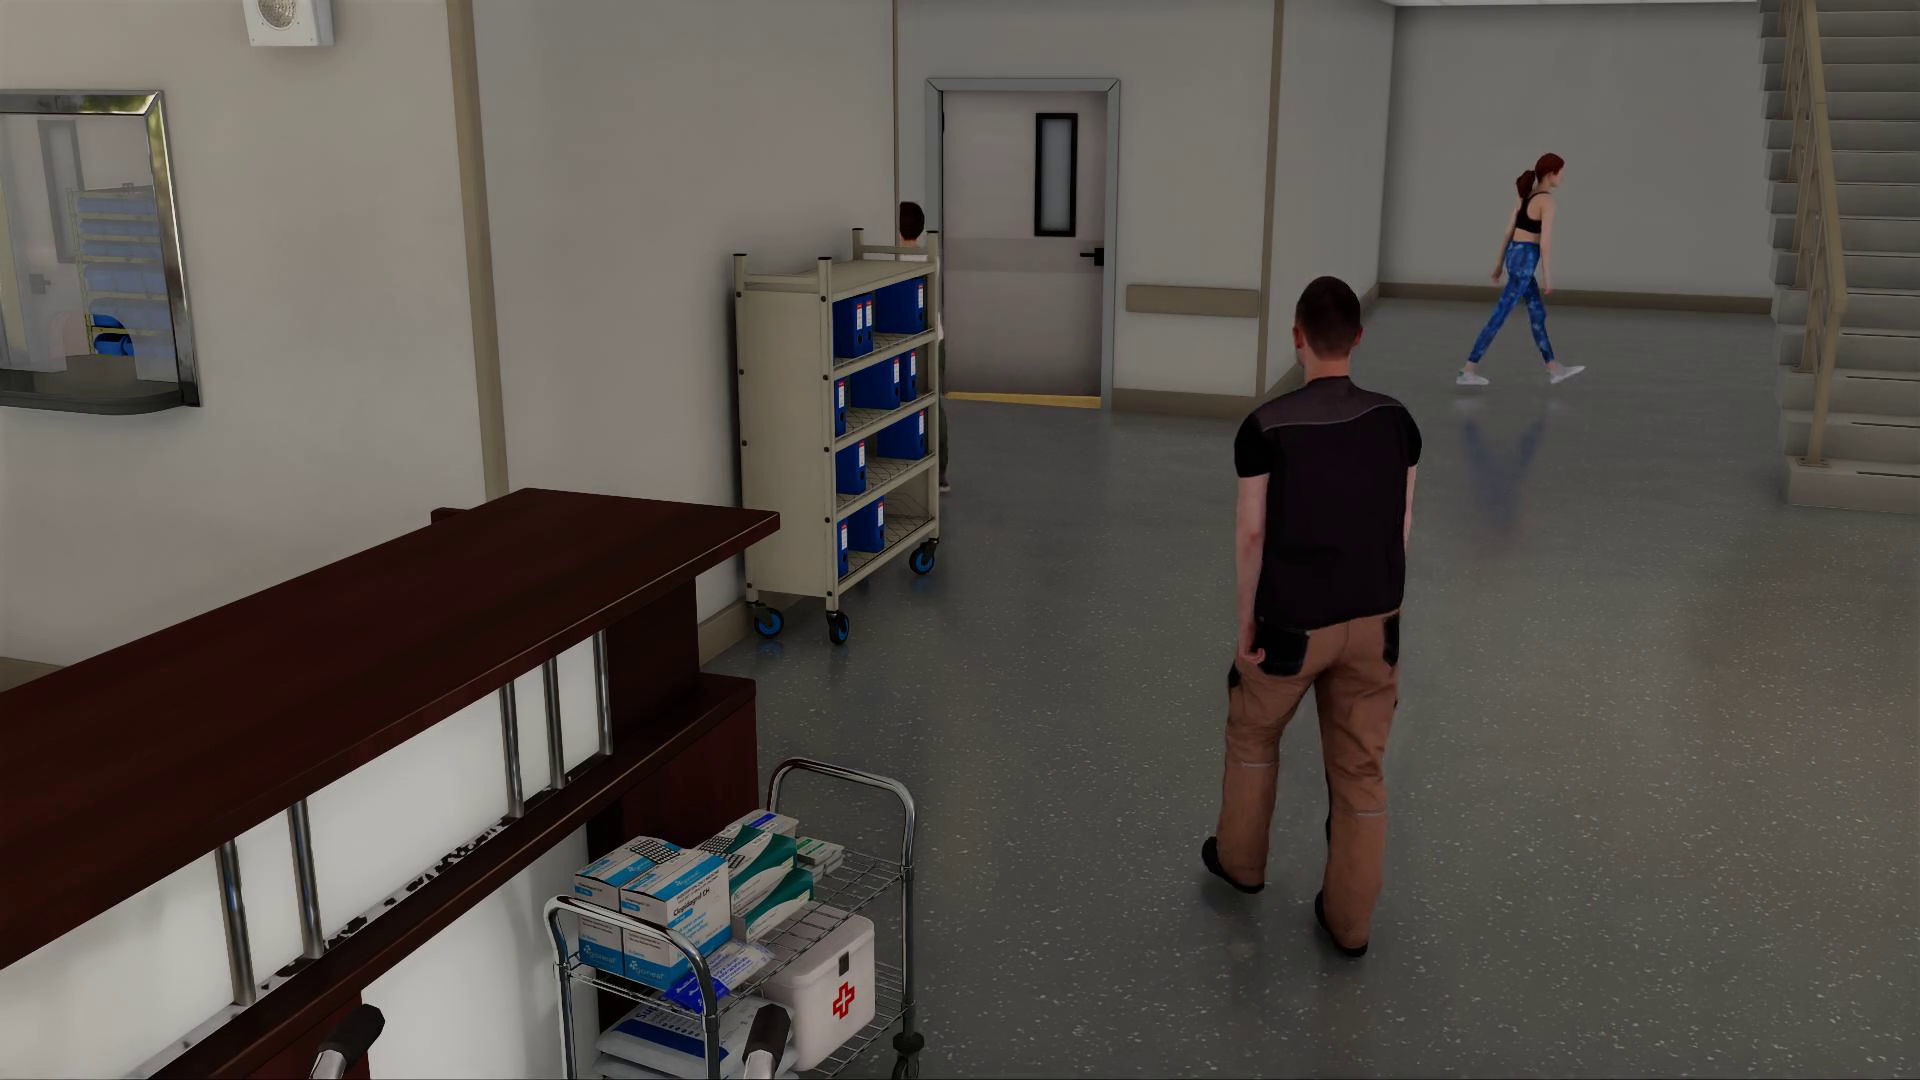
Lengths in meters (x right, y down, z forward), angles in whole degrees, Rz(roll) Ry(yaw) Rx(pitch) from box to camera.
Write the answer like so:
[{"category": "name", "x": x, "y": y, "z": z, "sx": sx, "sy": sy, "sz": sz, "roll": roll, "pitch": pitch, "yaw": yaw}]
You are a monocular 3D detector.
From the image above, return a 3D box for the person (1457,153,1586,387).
[{"category": "person", "x": 4.075, "y": -1.934, "z": 12.332, "sx": 1.032, "sy": 1.715, "sz": 1.197, "roll": -4, "pitch": 16, "yaw": -12}]

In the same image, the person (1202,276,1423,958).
[{"category": "person", "x": 1.000, "y": 0.240, "z": 4.429, "sx": 0.885, "sy": 1.819, "sz": 0.978, "roll": -1, "pitch": 16, "yaw": -3}]

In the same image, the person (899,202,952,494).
[{"category": "person", "x": -0.193, "y": -1.059, "z": 9.382, "sx": 0.748, "sy": 1.633, "sz": 0.783, "roll": -12, "pitch": 20, "yaw": -36}]
